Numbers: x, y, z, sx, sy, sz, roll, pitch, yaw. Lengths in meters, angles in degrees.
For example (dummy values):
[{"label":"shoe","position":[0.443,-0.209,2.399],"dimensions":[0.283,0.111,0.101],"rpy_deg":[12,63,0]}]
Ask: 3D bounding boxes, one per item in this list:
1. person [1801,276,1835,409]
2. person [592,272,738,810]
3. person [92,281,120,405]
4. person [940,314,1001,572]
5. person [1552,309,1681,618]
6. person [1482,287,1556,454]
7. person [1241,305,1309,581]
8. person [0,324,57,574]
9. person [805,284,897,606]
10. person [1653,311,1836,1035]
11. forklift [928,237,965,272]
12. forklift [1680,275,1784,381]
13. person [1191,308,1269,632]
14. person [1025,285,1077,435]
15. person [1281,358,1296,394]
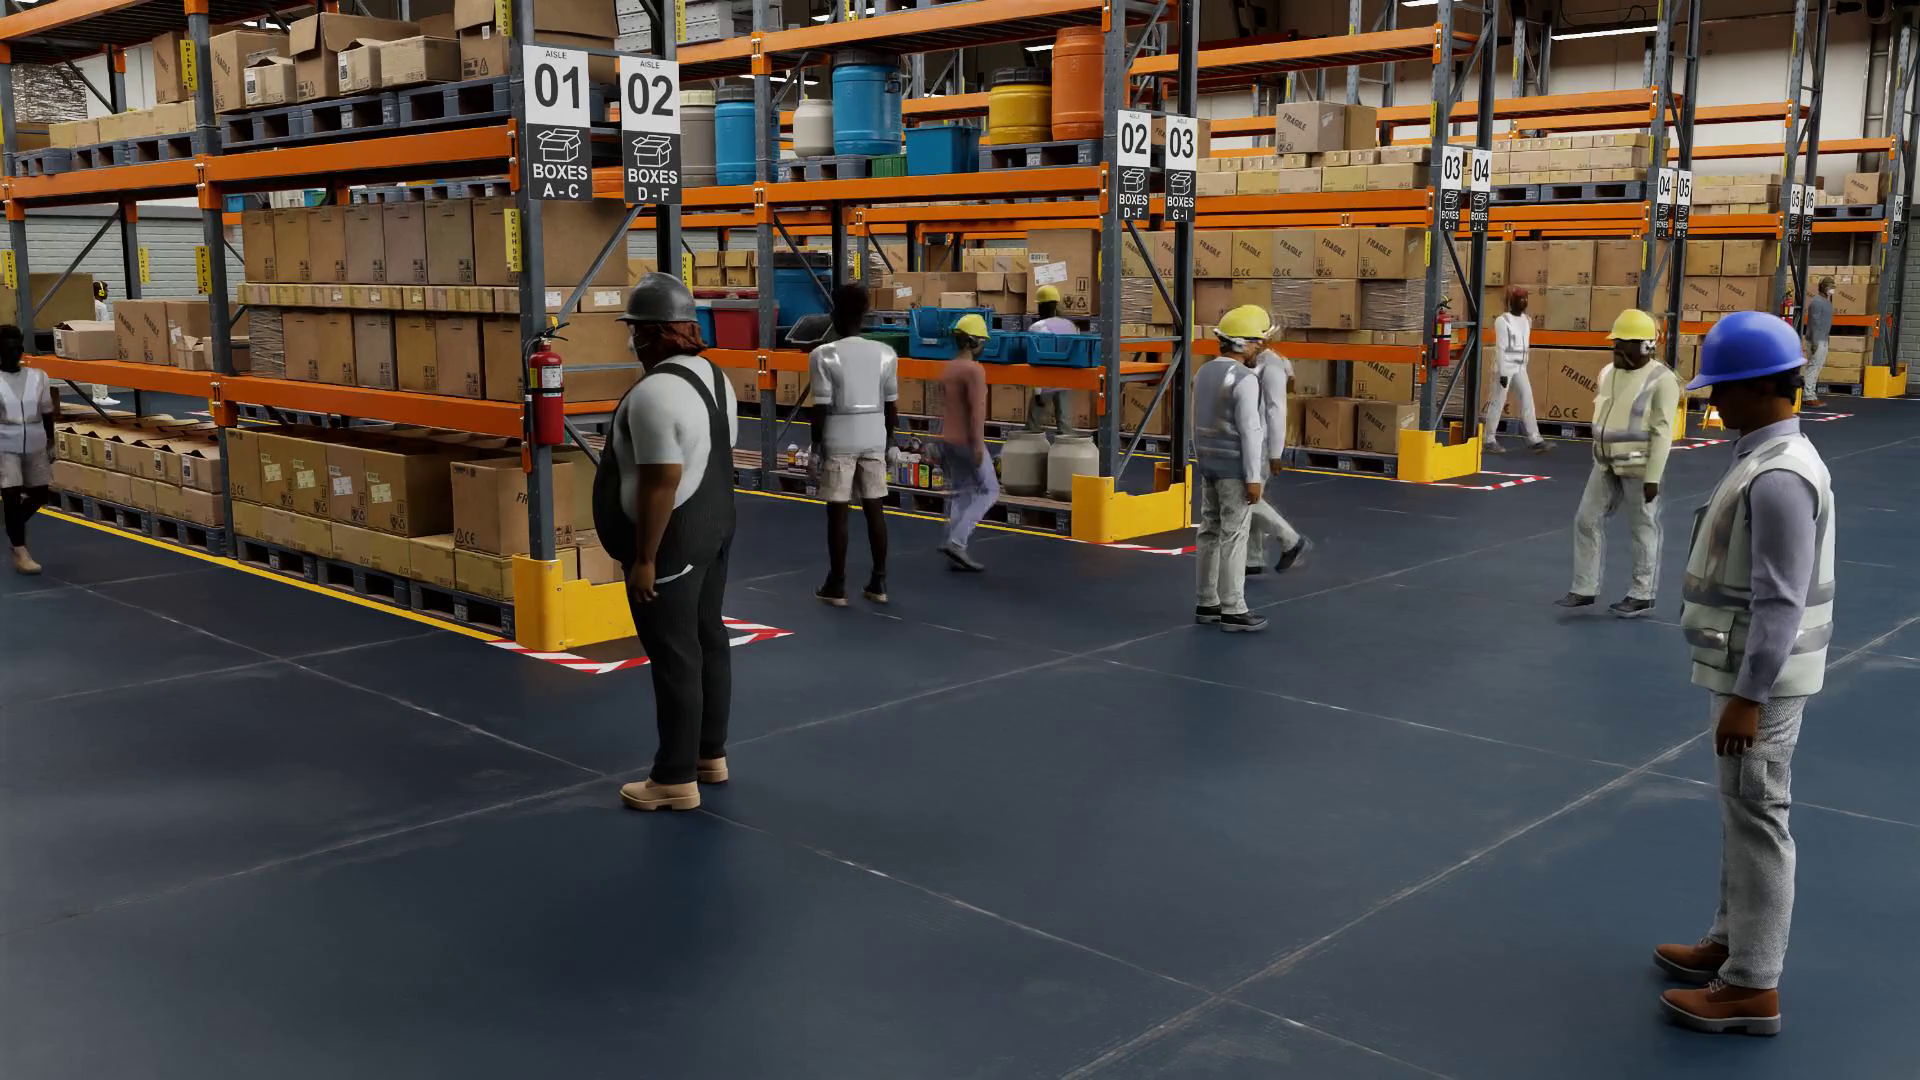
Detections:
[{"label":"person","position":[12.751,-2.934,24.693],"dimensions":[0.369,1.936,0.630],"rpy_deg":[8,12,40]},{"label":"person","position":[-1.148,0.016,6.414],"dimensions":[0.536,2.000,0.673],"rpy_deg":[2,10,15]},{"label":"person","position":[-13.057,-2.995,25.300],"dimensions":[0.510,1.862,0.320],"rpy_deg":[8,12,40]},{"label":"person","position":[0.060,-0.648,11.231],"dimensions":[0.376,1.742,0.542],"rpy_deg":[-5,11,-28]},{"label":"person","position":[3.818,-0.431,9.710],"dimensions":[0.716,1.808,0.627],"rpy_deg":[-4,10,-22]},{"label":"person","position":[6.170,-1.849,18.323],"dimensions":[0.604,1.842,0.925],"rpy_deg":[-6,11,-32]},{"label":"person","position":[1.966,-0.623,10.888],"dimensions":[0.500,1.821,0.601],"rpy_deg":[-1,9,-8]},{"label":"person","position":[-6.479,-0.632,11.355],"dimensions":[0.590,1.684,0.542],"rpy_deg":[7,12,36]},{"label":"person","position":[-0.688,-0.577,10.242],"dimensions":[0.634,1.960,0.494],"rpy_deg":[-6,11,-31]},{"label":"person","position":[2.136,0.354,4.525],"dimensions":[0.402,1.938,0.603],"rpy_deg":[4,10,22]},{"label":"forklift","position":[-0.326,-5.817,39.609],"dimensions":[1.129,2.768,1.873],"rpy_deg":[9,13,43]},{"label":"forklift","position":[12.480,-3.427,27.053],"dimensions":[1.214,2.155,2.313],"rpy_deg":[9,13,43]},{"label":"person","position":[1.559,-0.410,9.538],"dimensions":[0.403,1.828,0.597],"rpy_deg":[-4,10,-22]},{"label":"person","position":[0.820,-1.516,16.153],"dimensions":[0.598,1.886,0.937],"rpy_deg":[-6,11,-32]},{"label":"person","position":[4.221,-2.465,21.990],"dimensions":[1.008,1.885,0.552],"rpy_deg":[7,12,38]}]
